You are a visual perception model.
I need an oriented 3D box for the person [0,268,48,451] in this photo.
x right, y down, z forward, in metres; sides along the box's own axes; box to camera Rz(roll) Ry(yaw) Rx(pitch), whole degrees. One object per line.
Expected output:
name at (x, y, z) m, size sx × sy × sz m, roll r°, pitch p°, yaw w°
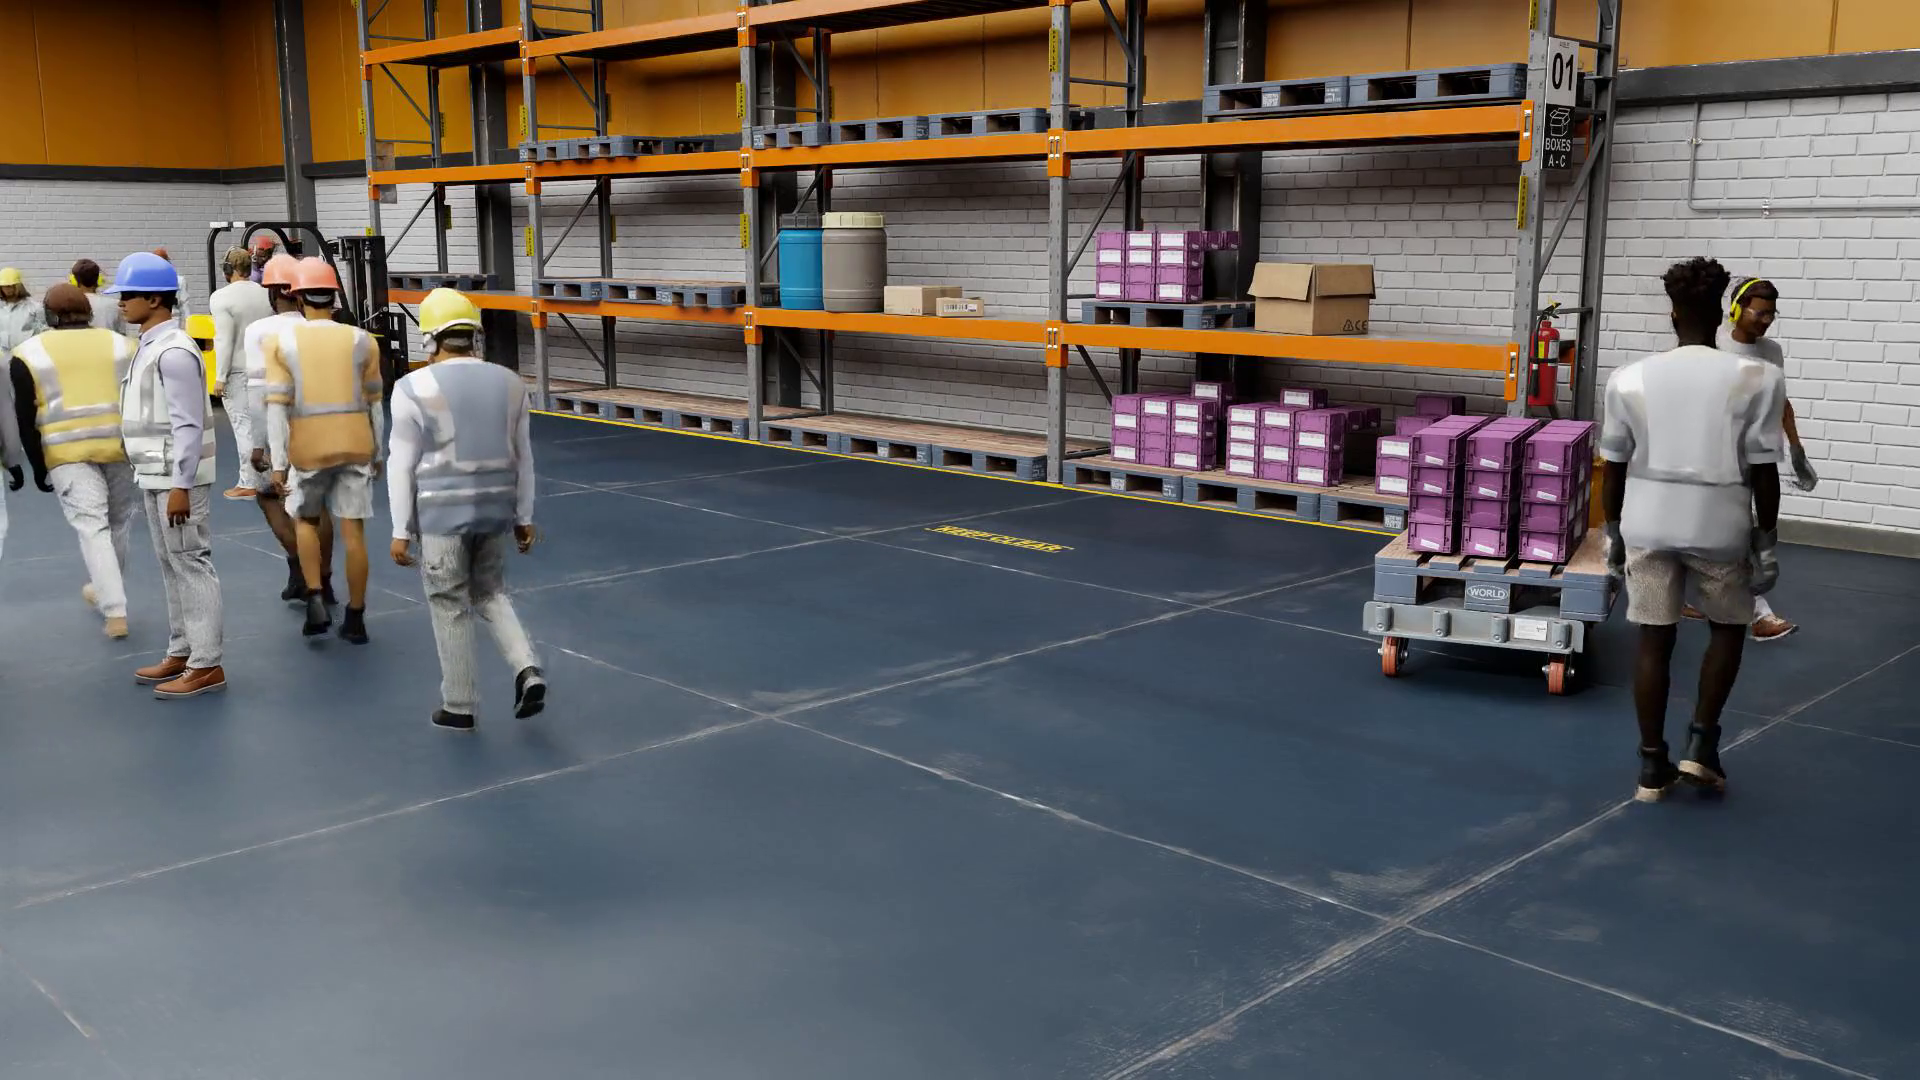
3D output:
person at (-8.740, -1.645, 15.400) m, size 0.514 × 1.704 × 0.832 m, roll -3°, pitch 11°, yaw -15°

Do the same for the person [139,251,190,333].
person at (-10.213, -2.797, 21.381) m, size 0.588 × 1.838 × 1.006 m, roll -2°, pitch 11°, yaw -11°

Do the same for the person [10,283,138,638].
person at (-4.476, -0.418, 8.560) m, size 0.633 × 1.781 × 0.953 m, roll -9°, pitch 14°, yaw -40°

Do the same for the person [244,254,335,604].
person at (-3.629, -0.589, 9.084) m, size 0.436 × 1.916 × 0.568 m, roll 8°, pitch 13°, yaw 39°

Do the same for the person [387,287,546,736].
person at (-1.983, -0.095, 6.684) m, size 0.499 × 1.819 × 0.607 m, roll 9°, pitch 14°, yaw 40°

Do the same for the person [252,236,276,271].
person at (-9.196, -3.029, 22.177) m, size 0.635 × 1.991 × 0.939 m, roll 8°, pitch 13°, yaw 38°

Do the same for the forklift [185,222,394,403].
forklift at (-8.169, -2.758, 20.163) m, size 2.313 × 2.155 × 1.214 m, roll -10°, pitch 14°, yaw -44°

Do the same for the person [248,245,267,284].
person at (-8.907, -2.790, 21.153) m, size 0.403 × 1.900 × 0.637 m, roll -5°, pitch 11°, yaw -24°

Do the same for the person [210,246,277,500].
person at (-5.482, -1.276, 12.779) m, size 0.359 × 1.938 × 0.635 m, roll 4°, pitch 11°, yaw 20°

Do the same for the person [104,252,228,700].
person at (-3.484, -0.282, 7.334) m, size 0.391 × 1.948 × 0.606 m, roll -8°, pitch 13°, yaw -37°

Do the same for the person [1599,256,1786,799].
person at (2.615, -0.033, 5.976) m, size 0.622 × 1.943 × 0.475 m, roll 7°, pitch 12°, yaw 33°

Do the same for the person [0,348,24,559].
person at (-4.958, -0.358, 8.148) m, size 0.628 × 1.811 × 0.784 m, roll -5°, pitch 12°, yaw -25°

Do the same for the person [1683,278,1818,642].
person at (3.954, -0.415, 8.449) m, size 0.547 × 1.803 × 1.002 m, roll -4°, pitch 11°, yaw -22°

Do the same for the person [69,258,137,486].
person at (-6.749, -1.277, 13.062) m, size 0.505 × 1.848 × 0.537 m, roll -9°, pitch 14°, yaw -40°

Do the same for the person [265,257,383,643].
person at (-3.131, -0.433, 8.254) m, size 0.556 × 1.915 × 0.458 m, roll -5°, pitch 12°, yaw -26°
